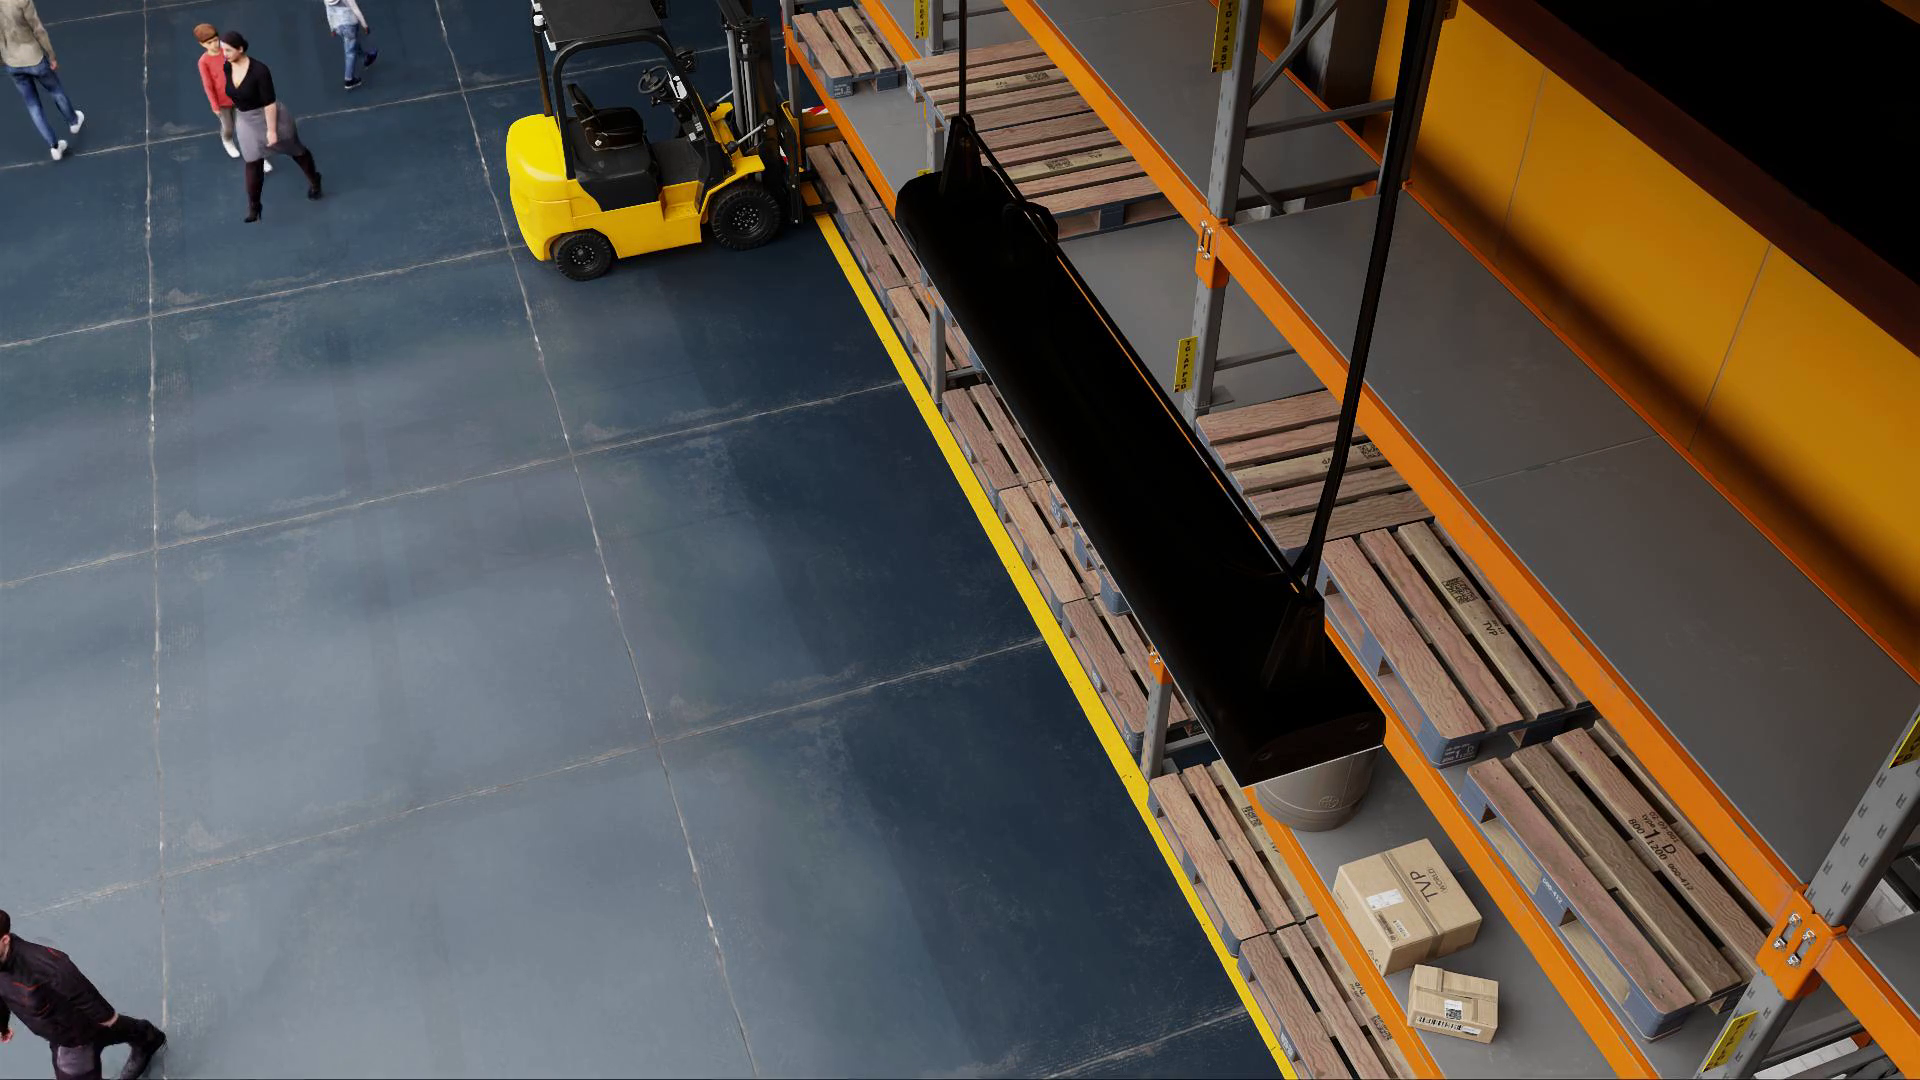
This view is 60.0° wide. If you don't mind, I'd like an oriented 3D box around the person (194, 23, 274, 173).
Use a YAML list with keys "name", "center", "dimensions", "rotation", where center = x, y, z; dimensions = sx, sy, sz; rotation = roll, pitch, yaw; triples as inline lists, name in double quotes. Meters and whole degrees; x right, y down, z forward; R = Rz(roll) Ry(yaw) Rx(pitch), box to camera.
- name: "person"
  center: [-6.769, -4.099, 15.306]
  dimensions: [0.995, 1.398, 0.794]
  rotation: [34, 53, 31]

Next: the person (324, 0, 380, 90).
- name: "person"
  center: [-6.117, -5.078, 16.460]
  dimensions: [0.837, 1.225, 0.916]
  rotation: [16, 46, 16]

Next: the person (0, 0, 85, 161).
- name: "person"
  center: [-8.597, -4.350, 15.252]
  dimensions: [0.771, 1.837, 1.013]
  rotation: [-9, 44, -9]

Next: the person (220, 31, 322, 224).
- name: "person"
  center: [-6.040, -3.690, 14.653]
  dimensions: [1.101, 1.708, 1.200]
  rotation: [14, 45, 15]

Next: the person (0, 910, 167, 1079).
- name: "person"
  center: [-4.403, 2.310, 8.233]
  dimensions: [1.180, 1.875, 1.259]
  rotation: [16, 46, 16]
